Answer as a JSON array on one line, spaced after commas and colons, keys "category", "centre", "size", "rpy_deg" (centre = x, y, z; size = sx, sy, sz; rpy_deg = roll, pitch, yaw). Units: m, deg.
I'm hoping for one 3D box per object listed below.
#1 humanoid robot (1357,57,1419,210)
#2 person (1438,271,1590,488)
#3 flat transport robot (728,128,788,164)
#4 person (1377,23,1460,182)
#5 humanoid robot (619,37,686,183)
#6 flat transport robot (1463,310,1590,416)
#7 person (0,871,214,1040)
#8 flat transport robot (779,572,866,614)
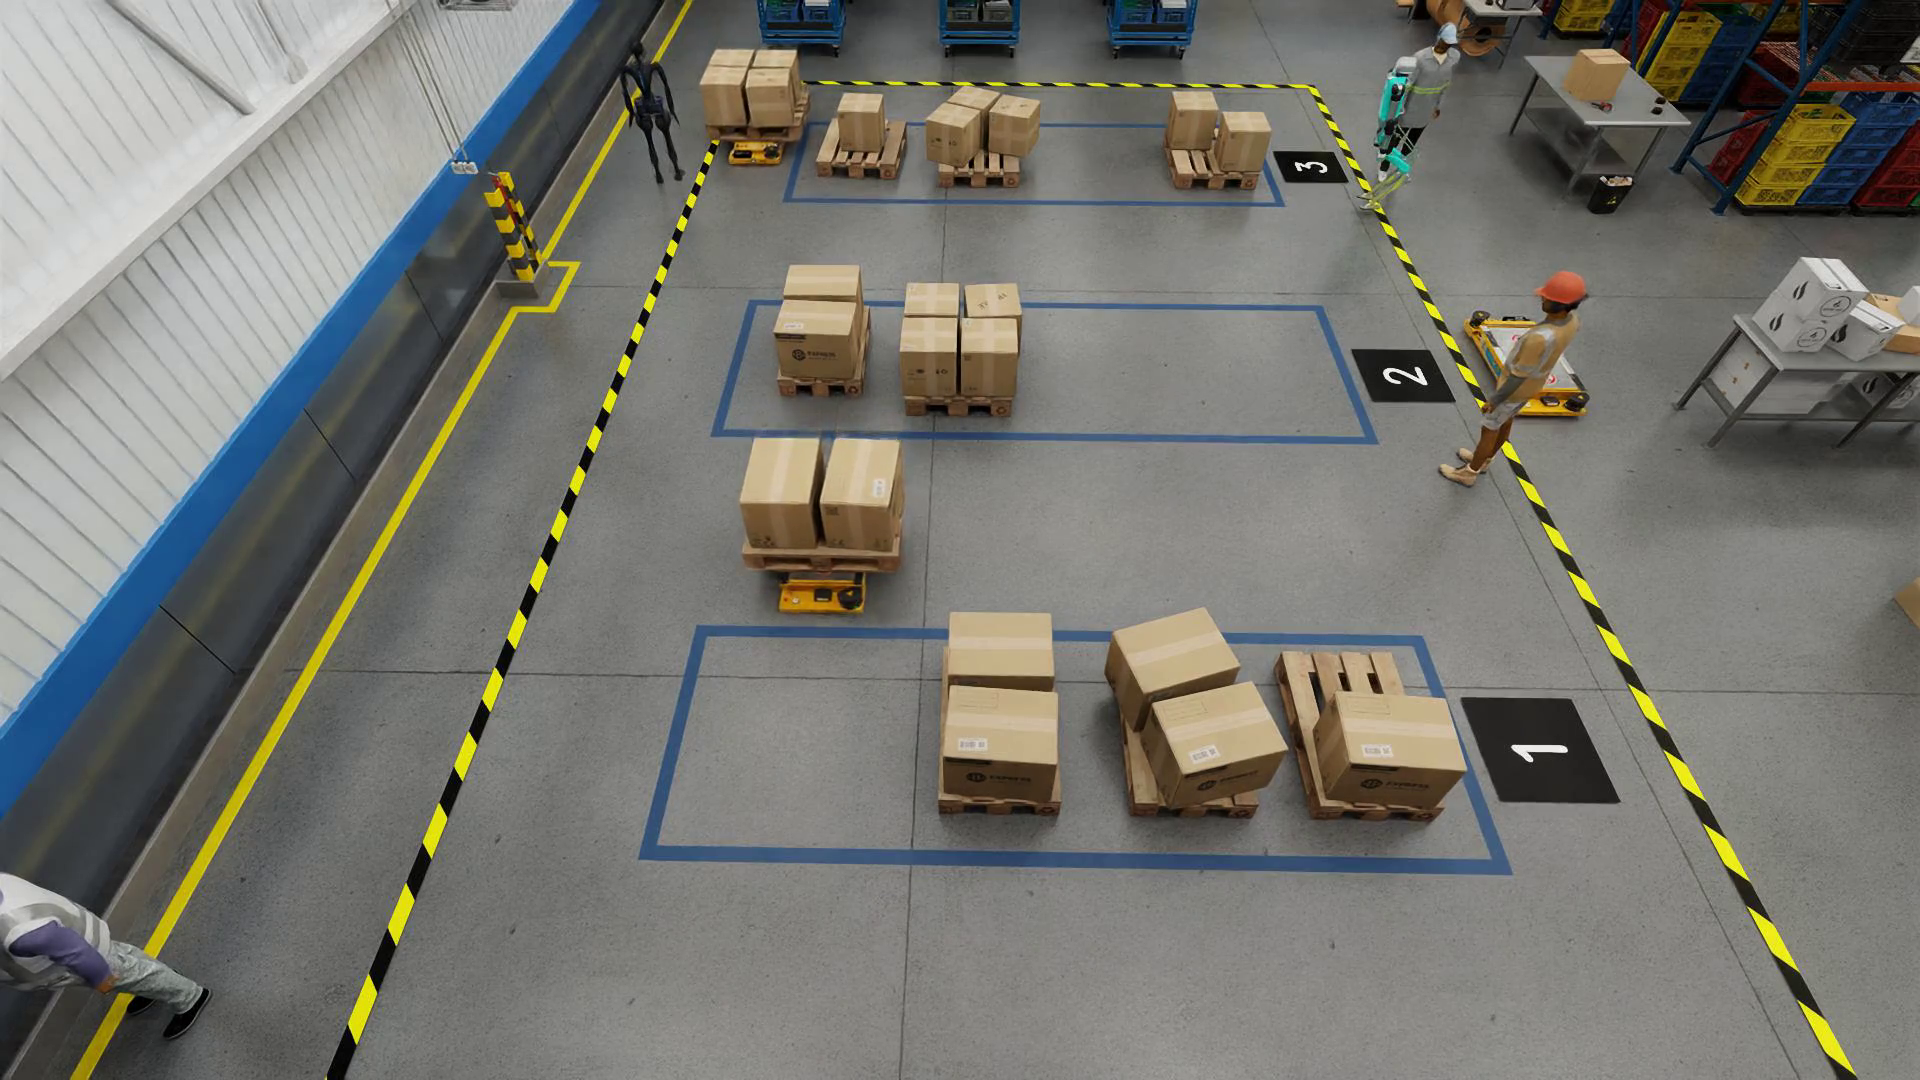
[{"category": "humanoid robot", "centre": [5.024, -4.591, 10.450], "size": [0.735, 1.672, 0.533], "rpy_deg": [9, 50, 8]}, {"category": "person", "centre": [4.505, -1.266, 7.459], "size": [0.603, 2.041, 0.378], "rpy_deg": [-31, 56, -24]}, {"category": "flat transport robot", "centre": [-2.645, -5.451, 12.234], "size": [0.652, 0.197, 1.431], "rpy_deg": [1, 49, 1]}, {"category": "person", "centre": [5.522, -5.199, 10.986], "size": [0.598, 1.850, 0.392], "rpy_deg": [-6, 49, -5]}, {"category": "humanoid robot", "centre": [-3.738, -5.178, 11.074], "size": [0.599, 1.657, 0.315], "rpy_deg": [-7, 49, -6]}, {"category": "flat transport robot", "centre": [5.573, -1.757, 9.054], "size": [0.659, 0.231, 1.431], "rpy_deg": [1, 49, 1]}, {"category": "person", "centre": [-4.569, 2.107, 4.672], "size": [0.589, 1.837, 0.404], "rpy_deg": [20, 52, 17]}, {"category": "flat transport robot", "centre": [-1.068, -0.023, 7.535], "size": [0.652, 0.197, 1.431], "rpy_deg": [1, 49, 1]}]
